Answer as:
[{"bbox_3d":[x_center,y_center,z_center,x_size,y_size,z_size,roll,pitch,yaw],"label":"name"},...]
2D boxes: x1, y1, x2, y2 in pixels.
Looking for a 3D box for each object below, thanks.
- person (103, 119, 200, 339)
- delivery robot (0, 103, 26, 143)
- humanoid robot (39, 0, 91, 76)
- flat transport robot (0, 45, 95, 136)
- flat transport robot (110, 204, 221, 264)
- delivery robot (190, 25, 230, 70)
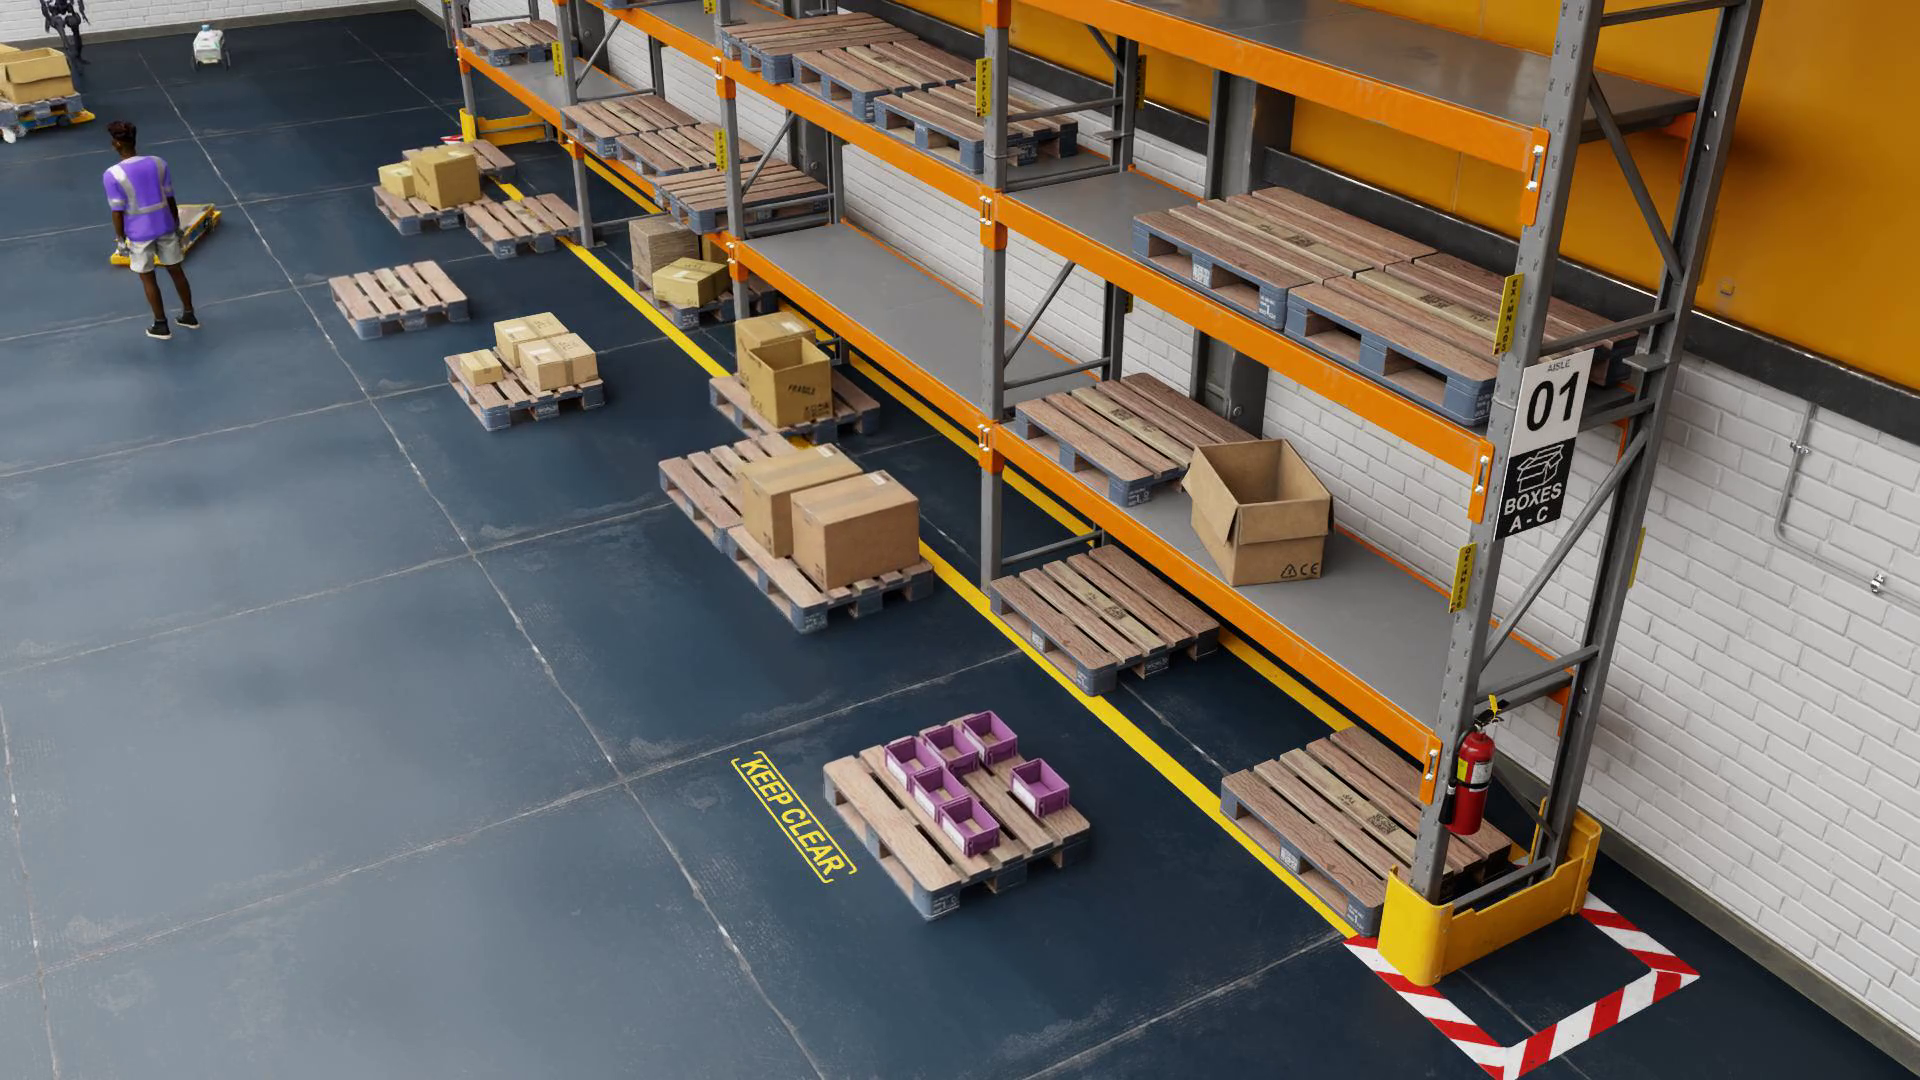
[{"bbox_3d":[-7.220,-2.759,14.795,0.383,1.957,0.614,19,35,30],"label":"person"},{"bbox_3d":[-12.021,-5.190,20.517,0.796,0.606,0.499,-1,30,-1],"label":"delivery robot"},{"bbox_3d":[-12.573,-7.378,23.277,0.590,1.617,0.751,-24,37,-36],"label":"humanoid robot"},{"bbox_3d":[-11.804,-5.316,21.016,0.659,0.231,1.431,24,37,36],"label":"flat transport robot"},{"bbox_3d":[-8.234,-3.192,17.267,0.659,0.231,1.431,-2,30,-4],"label":"flat transport robot"},{"bbox_3d":[-10.726,-7.037,23.781,0.499,0.611,0.814,-8,30,-13],"label":"delivery robot"}]
